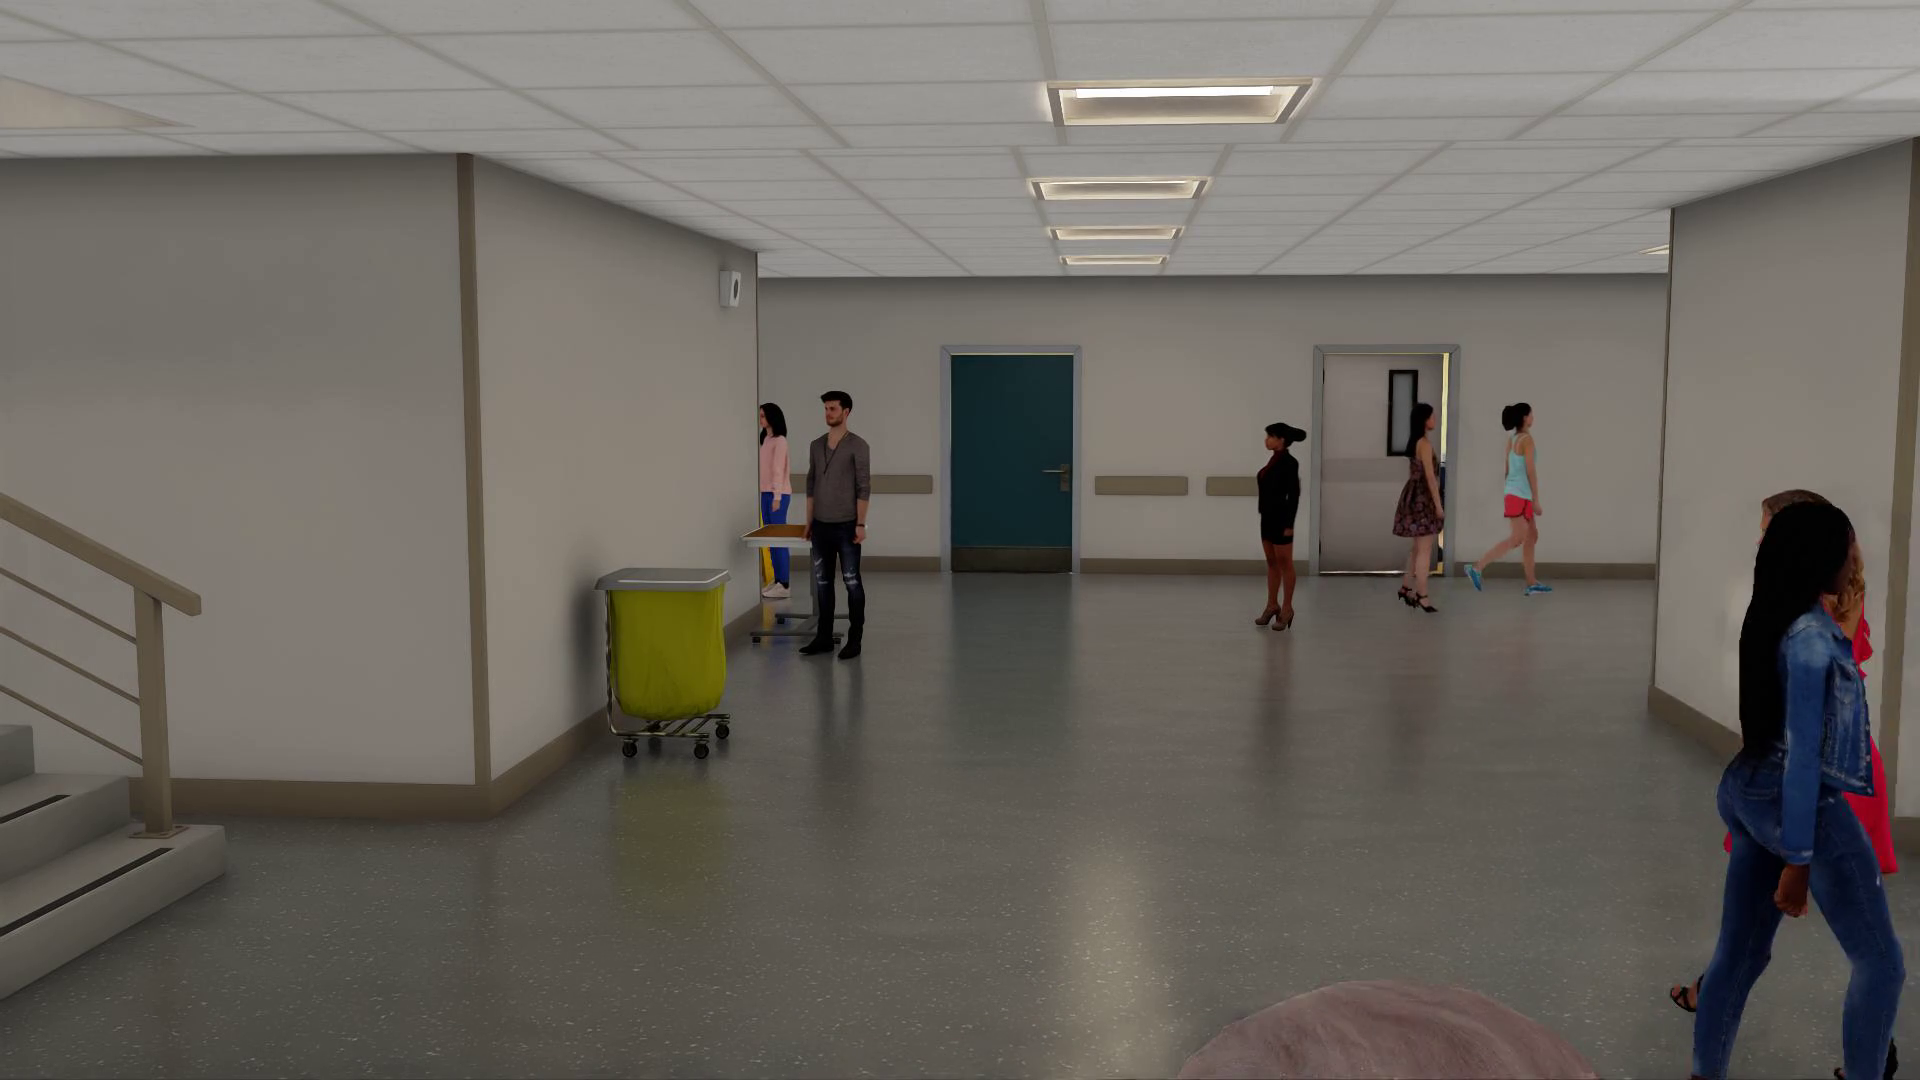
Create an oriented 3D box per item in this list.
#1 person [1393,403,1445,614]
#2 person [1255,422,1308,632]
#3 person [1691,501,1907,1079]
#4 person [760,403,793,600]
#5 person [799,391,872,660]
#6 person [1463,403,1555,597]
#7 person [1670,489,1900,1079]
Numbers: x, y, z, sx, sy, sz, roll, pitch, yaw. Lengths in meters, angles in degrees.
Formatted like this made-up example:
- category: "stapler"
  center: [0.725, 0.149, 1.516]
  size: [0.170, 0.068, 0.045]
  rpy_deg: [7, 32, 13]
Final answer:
- category: "person"
  center: [3.876, -0.271, 14.092]
  size: [0.674, 1.773, 0.688]
  rpy_deg: [0, 6, -1]
- category: "person"
  center: [2.525, -0.115, 13.205]
  size: [0.699, 1.639, 0.646]
  rpy_deg: [-1, 6, -14]
- category: "person"
  center: [2.018, 0.760, 4.256]
  size: [0.810, 1.691, 0.595]
  rpy_deg: [1, 6, 9]
- category: "person"
  center: [-1.663, -0.360, 15.015]
  size: [0.720, 1.766, 0.715]
  rpy_deg: [-3, 6, -26]
- category: "person"
  center: [-0.878, -0.122, 11.963]
  size: [0.682, 1.904, 0.824]
  rpy_deg: [3, 7, 30]
- category: "person"
  center: [4.944, -0.336, 14.904]
  size: [1.150, 1.740, 0.702]
  rpy_deg: [-1, 6, -5]
- category: "person"
  center: [2.514, 0.720, 4.689]
  size: [0.987, 1.683, 0.969]
  rpy_deg: [-3, 6, -26]
